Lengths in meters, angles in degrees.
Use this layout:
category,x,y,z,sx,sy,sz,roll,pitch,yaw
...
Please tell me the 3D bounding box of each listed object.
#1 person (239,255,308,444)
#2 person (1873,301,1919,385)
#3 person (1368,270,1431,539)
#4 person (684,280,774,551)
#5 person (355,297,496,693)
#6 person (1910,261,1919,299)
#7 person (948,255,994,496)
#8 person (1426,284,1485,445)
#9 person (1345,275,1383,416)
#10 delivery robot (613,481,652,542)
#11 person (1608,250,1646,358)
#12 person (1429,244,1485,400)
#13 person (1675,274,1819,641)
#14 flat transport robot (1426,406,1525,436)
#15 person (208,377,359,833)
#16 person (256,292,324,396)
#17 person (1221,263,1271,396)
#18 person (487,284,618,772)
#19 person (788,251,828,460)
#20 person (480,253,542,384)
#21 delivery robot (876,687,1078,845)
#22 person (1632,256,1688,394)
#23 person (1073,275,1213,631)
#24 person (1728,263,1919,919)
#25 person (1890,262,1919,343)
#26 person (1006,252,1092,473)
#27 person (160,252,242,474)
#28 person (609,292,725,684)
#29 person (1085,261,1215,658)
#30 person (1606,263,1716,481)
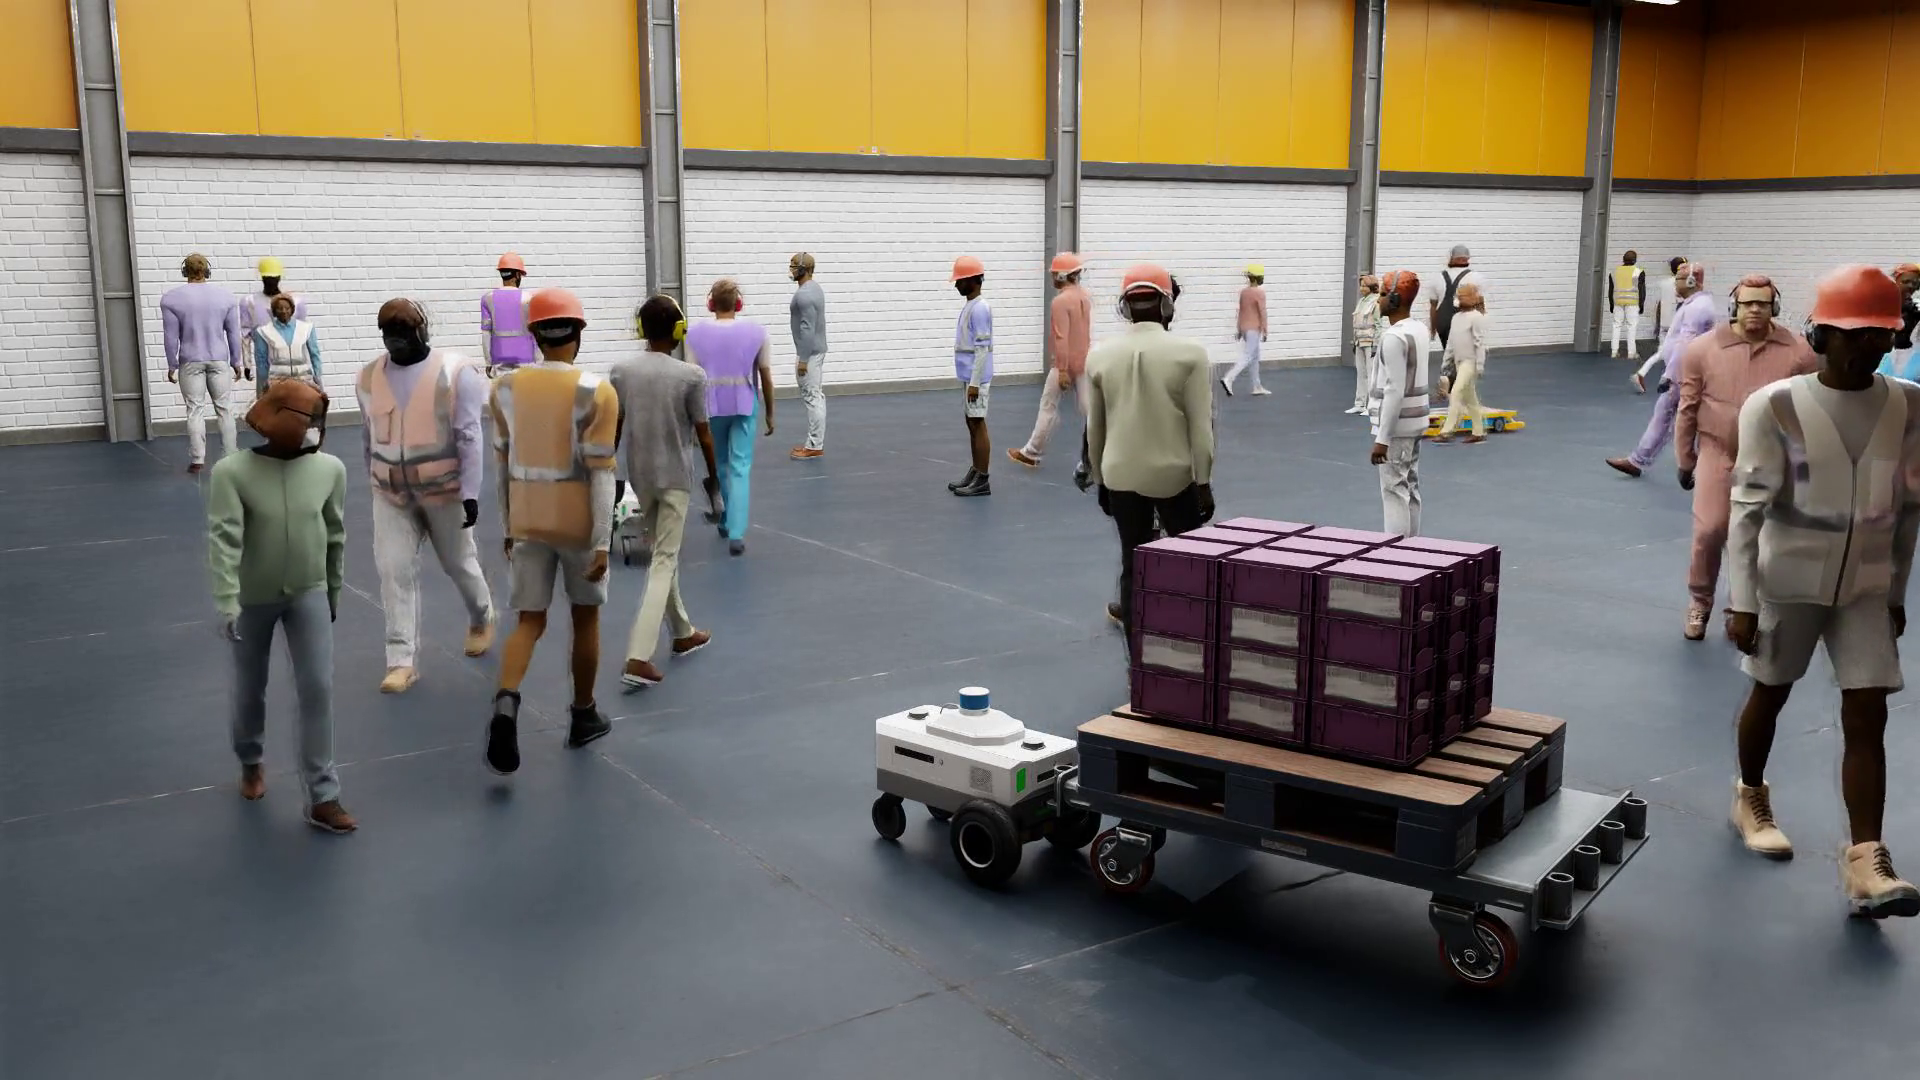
category,x,y,z,sx,sy,sz,roll,pitch,yaw
person,-6.390,-1.694,15.539,0.589,1.911,0.491,-4,11,-20
person,6.335,-0.790,11.268,0.549,1.646,0.865,5,11,26
person,2.567,-0.635,9.790,0.356,1.883,0.573,6,12,30
person,-1.549,-0.844,11.196,0.579,1.794,0.993,-1,10,-5
person,-2.514,-0.247,7.885,0.623,1.809,0.867,0,10,2
person,13.474,-3.070,23.536,0.454,1.735,0.490,-10,14,-43
person,0.087,-1.317,13.390,0.363,1.933,0.543,-1,10,-7
person,4.949,-1.742,16.614,0.777,1.595,0.520,-2,11,-11
person,4.747,-2.267,19.400,0.308,1.640,0.511,-3,11,-17
delivery robot,-2.090,-0.217,10.878,0.477,0.478,0.707,-3,11,-17
person,11.480,-4.049,28.618,0.626,1.844,0.429,9,14,41
person,6.228,-2.748,20.936,0.694,2.000,0.828,9,14,40
person,4.006,-0.398,8.483,0.647,1.889,0.521,3,11,15
flat transport robot,5.289,-1.281,17.751,1.431,0.197,0.652,-6,12,-30
person,-2.439,0.208,5.973,0.517,1.591,0.836,-8,13,-37
person,-5.940,-1.396,14.729,0.510,1.601,0.806,-6,12,-30
person,3.758,-2.748,21.766,0.788,1.745,0.540,-4,11,-22
person,-1.613,-0.043,6.518,0.549,1.897,0.819,2,10,9
person,-1.430,-1.720,15.583,0.379,1.940,0.629,1,10,3
person,-4.123,-1.677,15.376,0.549,1.926,0.382,0,10,-1
delivery robot,0.046,0.741,5.627,0.707,0.478,0.477,9,14,41
person,9.352,-2.833,22.006,0.845,1.835,0.524,-4,11,-21
person,0.959,-0.382,8.369,0.613,1.912,1.043,-4,11,-19
person,2.723,0.147,5.213,0.633,1.982,1.060,1,10,6
person,7.703,-1.341,13.691,0.610,1.864,0.521,2,10,9
person,0.930,-1.564,14.716,1.055,1.938,0.644,7,12,33
person,-6.669,-1.554,14.673,0.636,1.939,0.364,-7,12,-32
person,-1.425,-0.257,7.904,0.548,1.824,0.989,3,11,18
person,0.885,-0.285,7.639,0.638,1.962,0.570,5,11,24
person,6.105,-1.411,14.122,0.995,1.856,0.641,3,11,17
